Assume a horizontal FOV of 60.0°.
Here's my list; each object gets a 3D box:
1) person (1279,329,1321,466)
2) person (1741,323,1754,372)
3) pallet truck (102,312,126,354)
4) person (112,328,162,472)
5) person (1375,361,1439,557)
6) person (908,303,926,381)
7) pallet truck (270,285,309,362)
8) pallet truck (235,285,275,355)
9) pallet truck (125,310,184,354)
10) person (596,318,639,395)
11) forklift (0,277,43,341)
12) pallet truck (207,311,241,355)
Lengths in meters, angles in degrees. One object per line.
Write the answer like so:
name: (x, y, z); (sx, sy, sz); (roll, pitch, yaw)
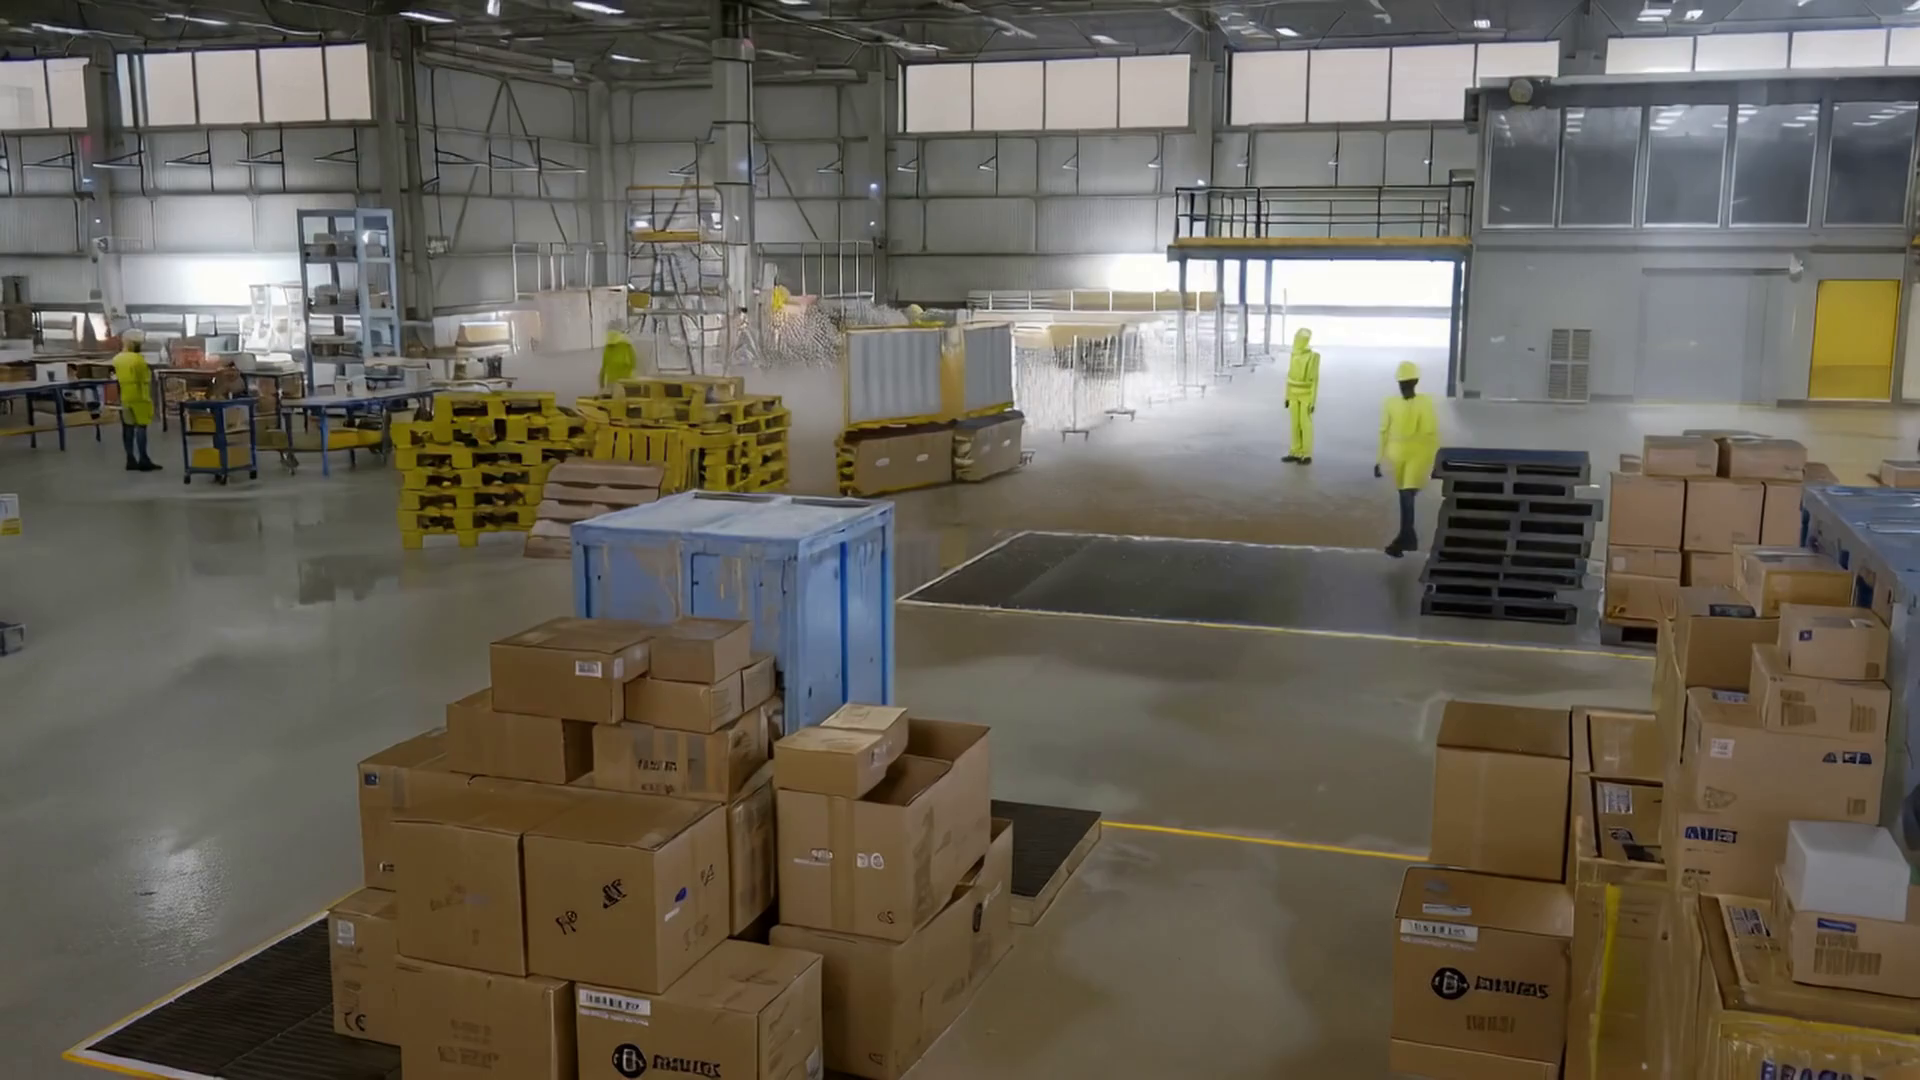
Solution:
person: (4.692, -1.958, 22.908); (0.355, 1.884, 0.575); (-6, 12, -32)
person: (18.371, -4.670, 38.881); (0.519, 1.618, 0.384); (-4, 11, -23)
pallet truck: (-23.057, -5.777, 46.261); (0.680, 1.201, 1.601); (3, 11, 19)
person: (-11.075, -1.882, 22.360); (0.543, 1.927, 0.375); (4, 11, 23)
person: (4.309, -0.780, 16.218); (0.575, 1.897, 0.947); (8, 13, 39)
person: (-0.981, -4.428, 37.213); (0.492, 1.742, 0.320); (-9, 14, -42)
pallet truck: (-17.147, -5.700, 43.663); (0.823, 1.965, 1.885); (3, 11, 17)
pallet truck: (-18.327, -5.835, 44.421); (0.823, 1.965, 1.885); (4, 11, 23)
pallet truck: (-22.038, -5.665, 45.457); (0.704, 1.261, 1.522); (3, 11, 17)
person: (-4.991, -2.225, 24.156); (0.622, 1.976, 0.529); (8, 13, 37)
forklift: (-27.151, -6.329, 46.328); (1.157, 1.987, 2.680); (3, 11, 17)
pallet truck: (-19.537, -5.575, 44.913); (0.653, 1.274, 1.630); (3, 11, 19)
